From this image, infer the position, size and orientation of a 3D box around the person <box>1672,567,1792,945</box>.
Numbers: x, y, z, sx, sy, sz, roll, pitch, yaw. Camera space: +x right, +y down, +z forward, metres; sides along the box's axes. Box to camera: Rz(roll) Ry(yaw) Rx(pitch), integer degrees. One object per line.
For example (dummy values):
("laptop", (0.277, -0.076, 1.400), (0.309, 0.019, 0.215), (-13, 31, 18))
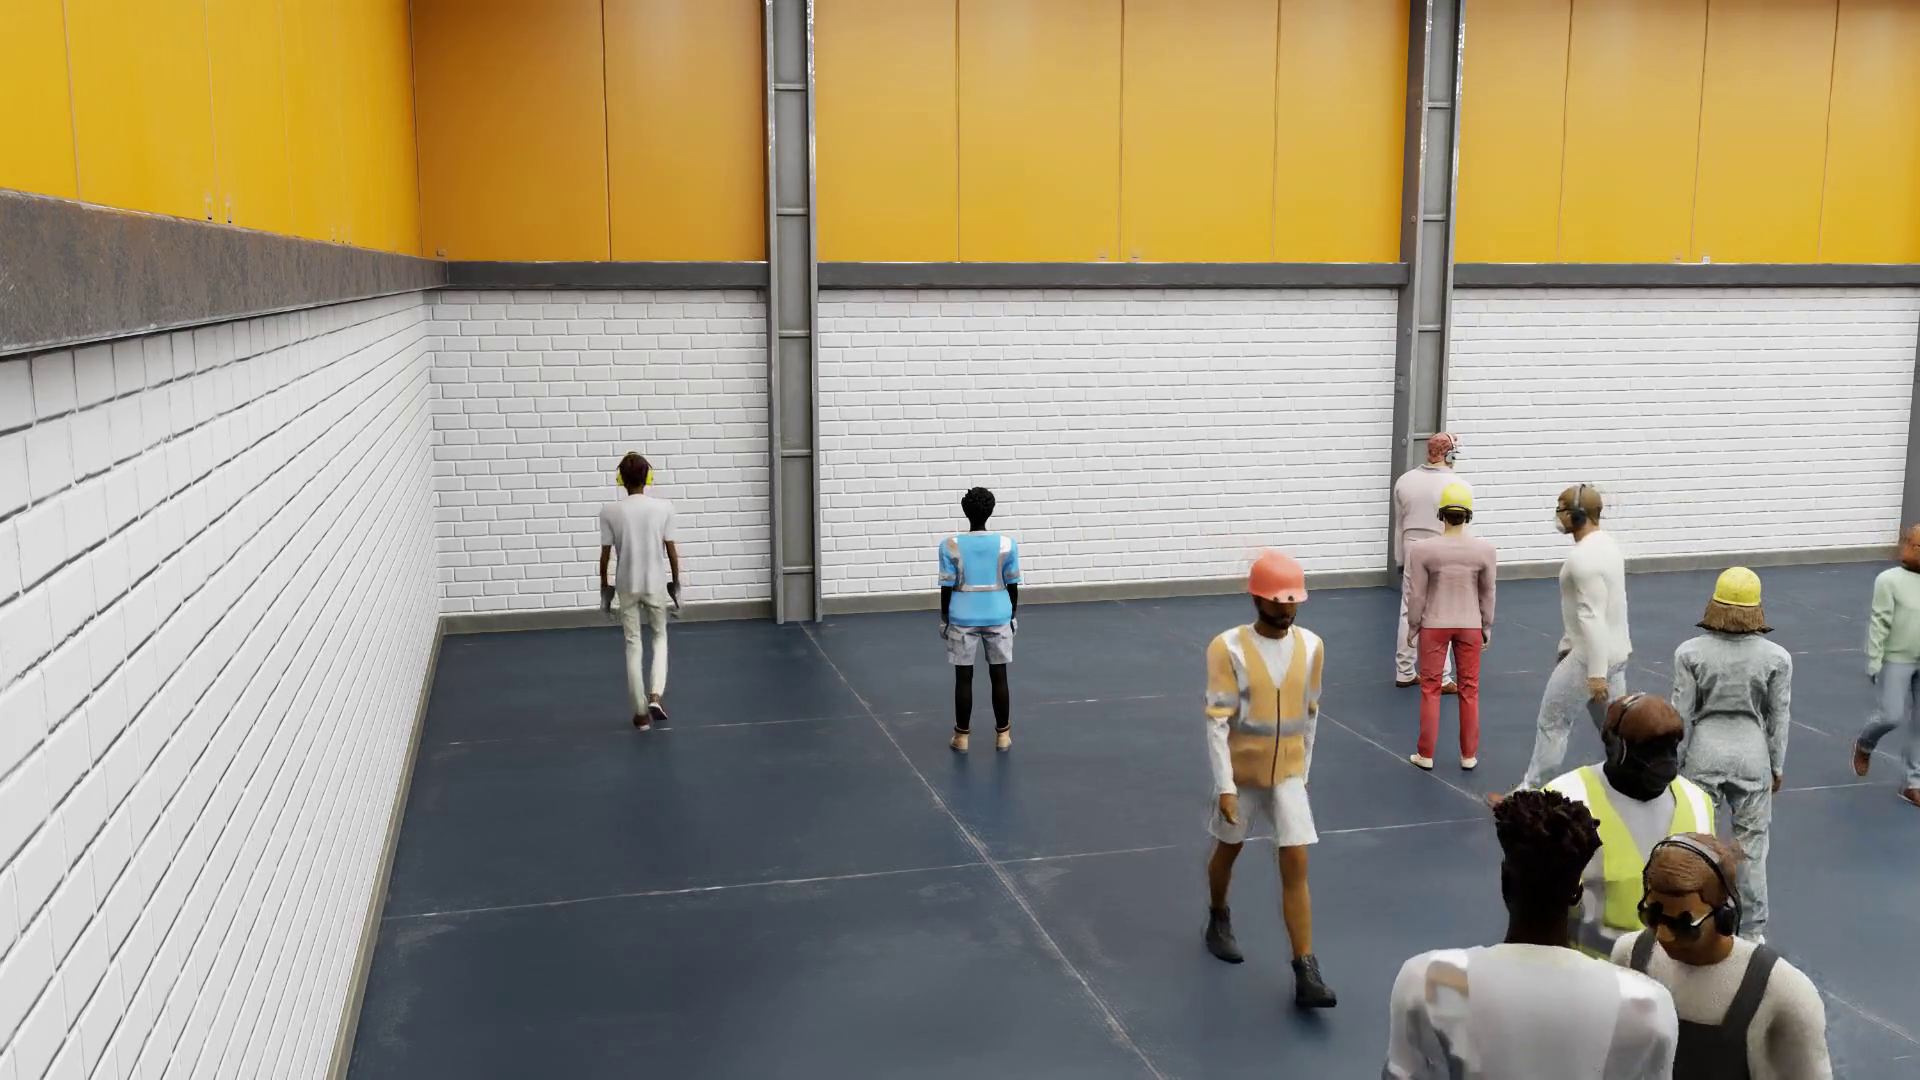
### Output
("person", (3.415, 0.982, 7.414), (0.483, 1.745, 0.299), (4, 10, 21))

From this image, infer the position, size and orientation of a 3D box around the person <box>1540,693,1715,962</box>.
("person", (1.989, 1.341, 5.042), (0.615, 1.800, 0.977), (-1, 9, -5))

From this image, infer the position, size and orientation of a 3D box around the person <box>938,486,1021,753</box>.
("person", (0.120, 0.508, 10.516), (0.531, 1.697, 0.320), (-1, 9, -6))

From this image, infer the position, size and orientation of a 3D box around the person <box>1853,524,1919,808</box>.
("person", (5.452, 0.696, 9.563), (0.512, 1.620, 0.527), (0, 9, 1))

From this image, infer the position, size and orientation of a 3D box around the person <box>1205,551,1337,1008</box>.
("person", (1.298, 0.979, 7.018), (0.553, 1.879, 1.032), (-2, 9, -12))

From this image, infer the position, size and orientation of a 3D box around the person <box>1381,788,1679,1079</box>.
("person", (1.213, 1.501, 3.604), (0.611, 1.935, 0.915), (1, 9, 7))

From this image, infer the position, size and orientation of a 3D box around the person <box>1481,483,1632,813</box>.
("person", (3.331, 0.642, 9.067), (0.935, 1.894, 0.686), (6, 11, 32))

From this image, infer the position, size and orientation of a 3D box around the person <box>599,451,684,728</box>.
("person", (-2.130, 0.335, 11.100), (0.558, 1.856, 0.387), (-2, 9, -14))

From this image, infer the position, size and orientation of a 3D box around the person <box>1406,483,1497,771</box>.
("person", (2.984, 0.535, 10.140), (0.526, 1.768, 0.314), (1, 9, 5))

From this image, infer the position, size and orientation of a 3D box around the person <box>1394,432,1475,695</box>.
("person", (3.435, 0.166, 12.031), (0.404, 1.902, 0.656), (-8, 12, -40))

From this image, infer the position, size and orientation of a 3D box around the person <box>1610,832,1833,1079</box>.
("person", (1.692, 1.541, 3.829), (0.984, 1.770, 0.581), (-5, 10, -27))
